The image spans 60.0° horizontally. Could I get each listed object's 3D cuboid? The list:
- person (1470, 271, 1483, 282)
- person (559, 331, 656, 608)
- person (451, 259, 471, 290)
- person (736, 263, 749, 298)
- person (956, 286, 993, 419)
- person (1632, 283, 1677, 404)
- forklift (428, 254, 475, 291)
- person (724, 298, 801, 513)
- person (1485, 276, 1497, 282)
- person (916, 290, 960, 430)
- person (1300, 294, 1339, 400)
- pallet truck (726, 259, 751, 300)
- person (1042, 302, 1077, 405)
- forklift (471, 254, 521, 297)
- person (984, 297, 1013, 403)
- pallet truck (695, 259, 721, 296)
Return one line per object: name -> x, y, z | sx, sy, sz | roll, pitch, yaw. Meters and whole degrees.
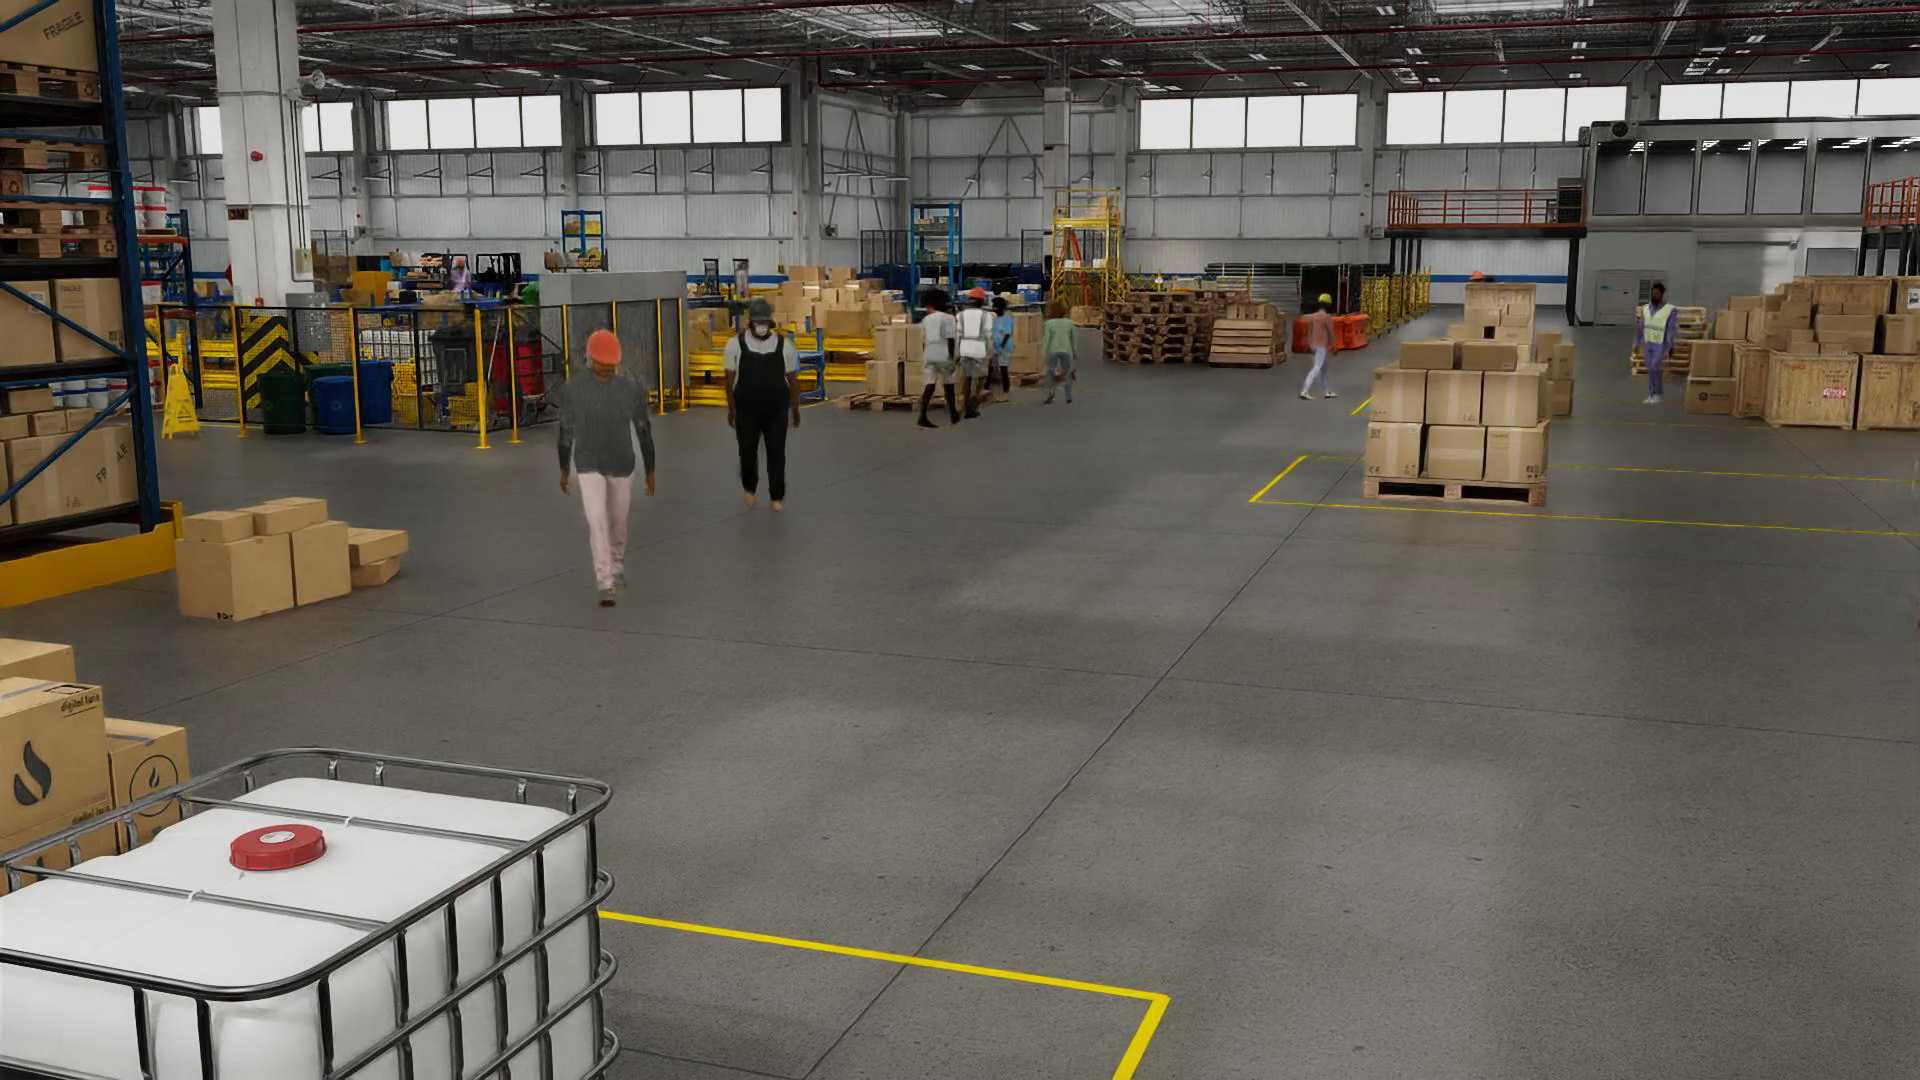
person -> 11.526, -5.031, 37.109 | 0.398, 1.928, 0.541 | 4, 11, 21
person -> -2.476, -0.514, 11.711 | 0.648, 1.914, 1.109 | -3, 11, -18
person -> -16.469, -8.207, 54.768 | 0.745, 2.024, 0.376 | -3, 10, -16
person -> -7.838, -9.080, 60.090 | 0.973, 1.865, 0.643 | 4, 11, 22
person -> 0.214, -2.697, 23.975 | 0.581, 1.914, 0.466 | 3, 11, 17
person -> 10.919, -3.083, 26.210 | 0.536, 1.902, 0.596 | -6, 11, -29
forklift -> -20.133, -10.254, 65.465 | 1.157, 1.987, 2.680 | 3, 11, 19
person -> -1.840, -1.260, 15.531 | 0.695, 2.000, 0.536 | -2, 10, -12
person -> 11.302, -4.708, 35.527 | 0.512, 1.847, 0.831 | 8, 13, 38
person -> -0.270, -2.454, 22.683 | 0.671, 1.889, 0.994 | 7, 12, 34
person -> 5.854, -3.140, 27.032 | 0.919, 1.720, 0.542 | -5, 11, -27
pallet truck -> -7.986, -9.493, 62.019 | 0.823, 1.965, 1.885 | 3, 11, 17
person -> 1.593, -2.920, 26.081 | 0.622, 1.624, 0.455 | -2, 10, -14
forklift -> -17.990, -10.121, 64.684 | 1.157, 1.987, 2.680 | 3, 11, 17
person -> 0.583, -3.022, 26.461 | 0.552, 1.682, 0.440 | 9, 14, 43
pallet truck -> -9.165, -9.627, 62.776 | 0.823, 1.965, 1.885 | 4, 11, 23
